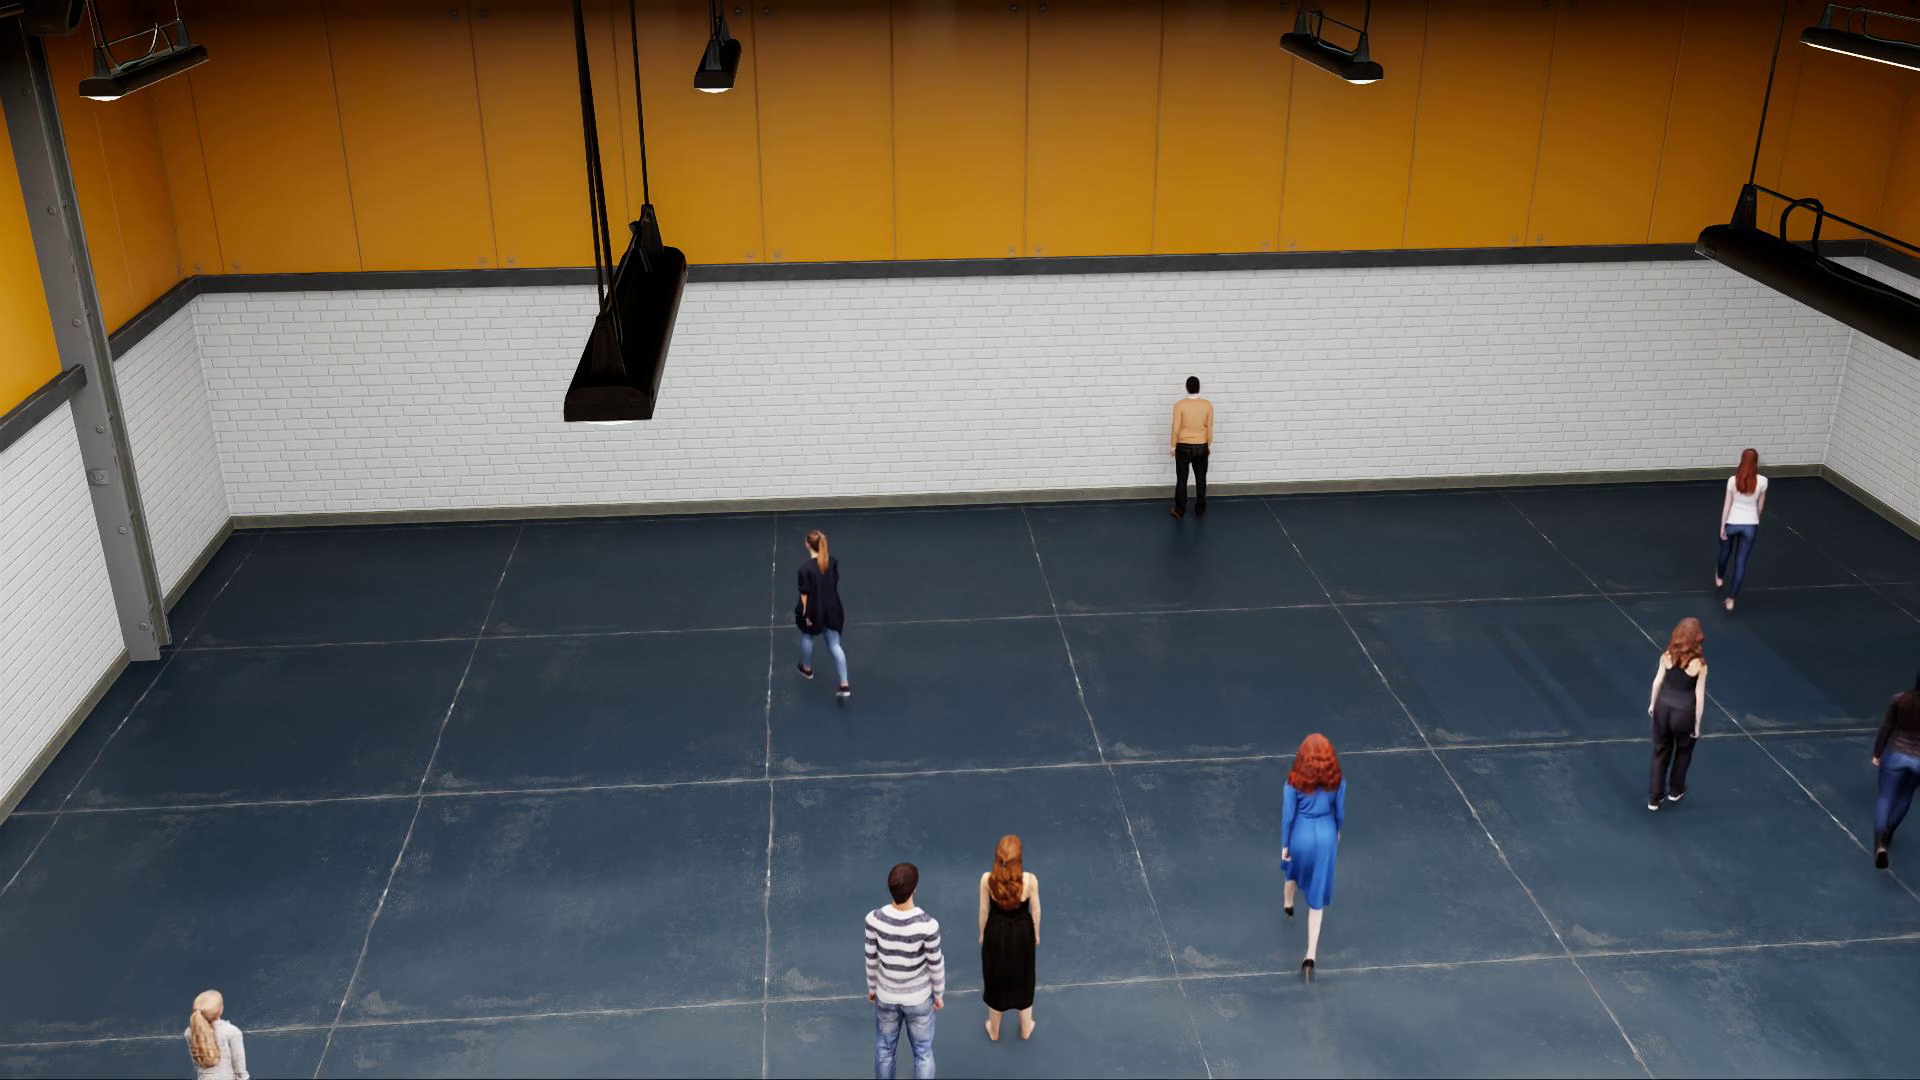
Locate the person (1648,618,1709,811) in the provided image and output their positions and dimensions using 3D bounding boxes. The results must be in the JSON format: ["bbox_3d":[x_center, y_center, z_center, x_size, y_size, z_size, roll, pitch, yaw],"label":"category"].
[{"bbox_3d":[5.926,1.483,13.854,0.817,1.734,0.877,19,30,36],"label":"person"}]

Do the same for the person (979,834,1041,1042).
[{"bbox_3d":[0.328,2.687,11.235,0.574,1.625,0.576,0,24,-1],"label":"person"}]

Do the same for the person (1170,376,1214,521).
[{"bbox_3d":[2.748,-1.091,19.721,0.640,1.752,0.567,-2,24,-4],"label":"person"}]

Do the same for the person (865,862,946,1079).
[{"bbox_3d":[-0.359,2.865,10.546,0.706,1.852,0.627,5,24,10],"label":"person"}]

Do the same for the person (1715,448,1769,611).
[{"bbox_3d":[8.209,-0.076,17.480,0.901,1.687,1.207,8,25,18],"label":"person"}]

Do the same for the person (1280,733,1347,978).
[{"bbox_3d":[2.540,2.295,11.950,0.770,1.772,1.171,2,24,6],"label":"person"}]

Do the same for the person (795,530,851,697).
[{"bbox_3d":[-1.261,0.722,15.709,0.938,1.642,1.207,-13,27,-28],"label":"person"}]

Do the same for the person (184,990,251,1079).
[{"bbox_3d":[-4.562,3.345,10.198,0.517,1.251,0.859,-2,24,-5],"label":"person"}]

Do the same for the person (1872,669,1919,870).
[{"bbox_3d":[7.465,1.807,13.130,1.014,1.720,1.153,14,27,29],"label":"person"}]
